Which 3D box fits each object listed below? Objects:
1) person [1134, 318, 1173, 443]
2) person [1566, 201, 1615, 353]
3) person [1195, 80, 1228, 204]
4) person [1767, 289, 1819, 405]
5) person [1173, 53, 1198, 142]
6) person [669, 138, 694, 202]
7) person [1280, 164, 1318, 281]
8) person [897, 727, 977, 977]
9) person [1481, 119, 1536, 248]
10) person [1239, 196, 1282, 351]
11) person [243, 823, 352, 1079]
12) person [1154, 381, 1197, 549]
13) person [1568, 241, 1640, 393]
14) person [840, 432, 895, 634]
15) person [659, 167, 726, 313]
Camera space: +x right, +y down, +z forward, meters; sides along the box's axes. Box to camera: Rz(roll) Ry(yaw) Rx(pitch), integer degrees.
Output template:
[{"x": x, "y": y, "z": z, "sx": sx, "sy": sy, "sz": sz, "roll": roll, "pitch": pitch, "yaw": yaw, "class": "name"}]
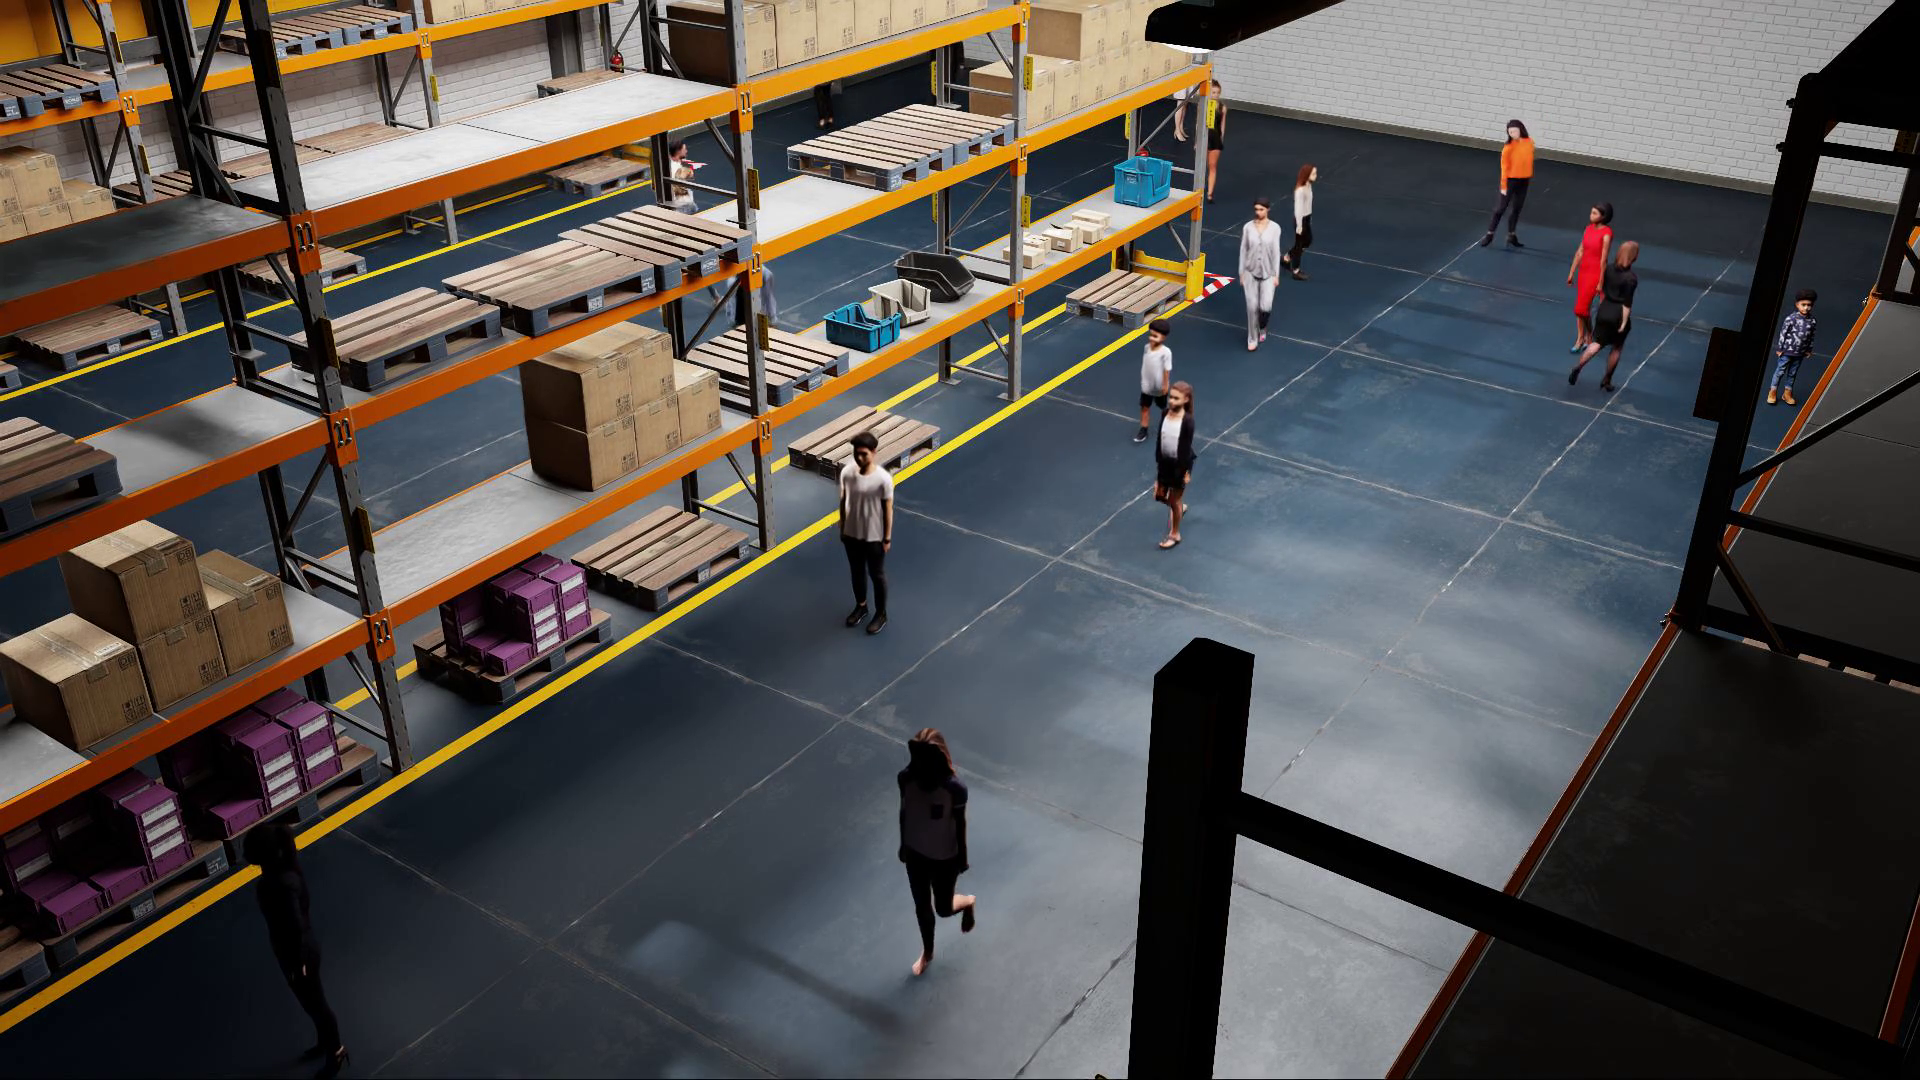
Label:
[{"x": 1.988, "y": -1.624, "z": 16.672, "sx": 0.504, "sy": 1.244, "sz": 0.848, "roll": 20, "pitch": 35, "yaw": 32, "class": "person"}, {"x": 7.102, "y": -2.924, "z": 18.539, "sx": 0.779, "sy": 1.737, "sz": 0.732, "roll": -9, "pitch": 30, "yaw": -16, "class": "person"}, {"x": 3.545, "y": -5.697, "z": 23.719, "sx": 0.943, "sy": 1.644, "sz": 1.147, "roll": 2, "pitch": 29, "yaw": 3, "class": "person"}, {"x": 8.736, "y": -2.026, "z": 17.402, "sx": 0.570, "sy": 1.250, "sz": 0.596, "roll": 3, "pitch": 29, "yaw": 5, "class": "person"}, {"x": 3.582, "y": -7.279, "z": 26.483, "sx": 0.761, "sy": 1.775, "sz": 0.640, "roll": 11, "pitch": 31, "yaw": 20, "class": "person"}, {"x": -3.479, "y": -3.972, "z": 20.344, "sx": 0.881, "sy": 1.848, "sz": 0.833, "roll": -10, "pitch": 30, "yaw": -18, "class": "person"}, {"x": 4.196, "y": -3.978, "z": 20.745, "sx": 0.676, "sy": 1.475, "sz": 0.631, "roll": 13, "pitch": 31, "yaw": 23, "class": "person"}, {"x": -0.121, "y": 1.798, "z": 9.901, "sx": 0.652, "sy": 1.719, "sz": 0.818, "roll": 15, "pitch": 32, "yaw": 25, "class": "person"}, {"x": 7.285, "y": -4.665, "z": 21.751, "sx": 0.760, "sy": 1.717, "sz": 0.887, "roll": -19, "pitch": 34, "yaw": -31, "class": "person"}, {"x": 3.373, "y": -3.012, "z": 18.678, "sx": 0.722, "sy": 1.759, "sz": 0.779, "roll": 8, "pitch": 30, "yaw": 13, "class": "person"}, {"x": -3.633, "y": 2.239, "z": 9.102, "sx": 0.602, "sy": 1.711, "sz": 0.633, "roll": -18, "pitch": 33, "yaw": -29, "class": "person"}, {"x": 1.944, "y": -0.695, "z": 14.653, "sx": 0.592, "sy": 1.544, "sz": 0.726, "roll": 24, "pitch": 37, "yaw": 37, "class": "person"}, {"x": 6.780, "y": -2.306, "z": 17.456, "sx": 0.970, "sy": 1.689, "sz": 0.827, "roll": -13, "pitch": 31, "yaw": -22, "class": "person"}, {"x": -0.754, "y": -0.097, "z": 13.372, "sx": 0.648, "sy": 1.722, "sz": 0.593, "roll": 14, "pitch": 32, "yaw": 24, "class": "person"}, {"x": -3.296, "y": -3.483, "z": 19.549, "sx": 1.238, "sy": 1.751, "sz": 1.017, "roll": -12, "pitch": 31, "yaw": -20, "class": "person"}]
